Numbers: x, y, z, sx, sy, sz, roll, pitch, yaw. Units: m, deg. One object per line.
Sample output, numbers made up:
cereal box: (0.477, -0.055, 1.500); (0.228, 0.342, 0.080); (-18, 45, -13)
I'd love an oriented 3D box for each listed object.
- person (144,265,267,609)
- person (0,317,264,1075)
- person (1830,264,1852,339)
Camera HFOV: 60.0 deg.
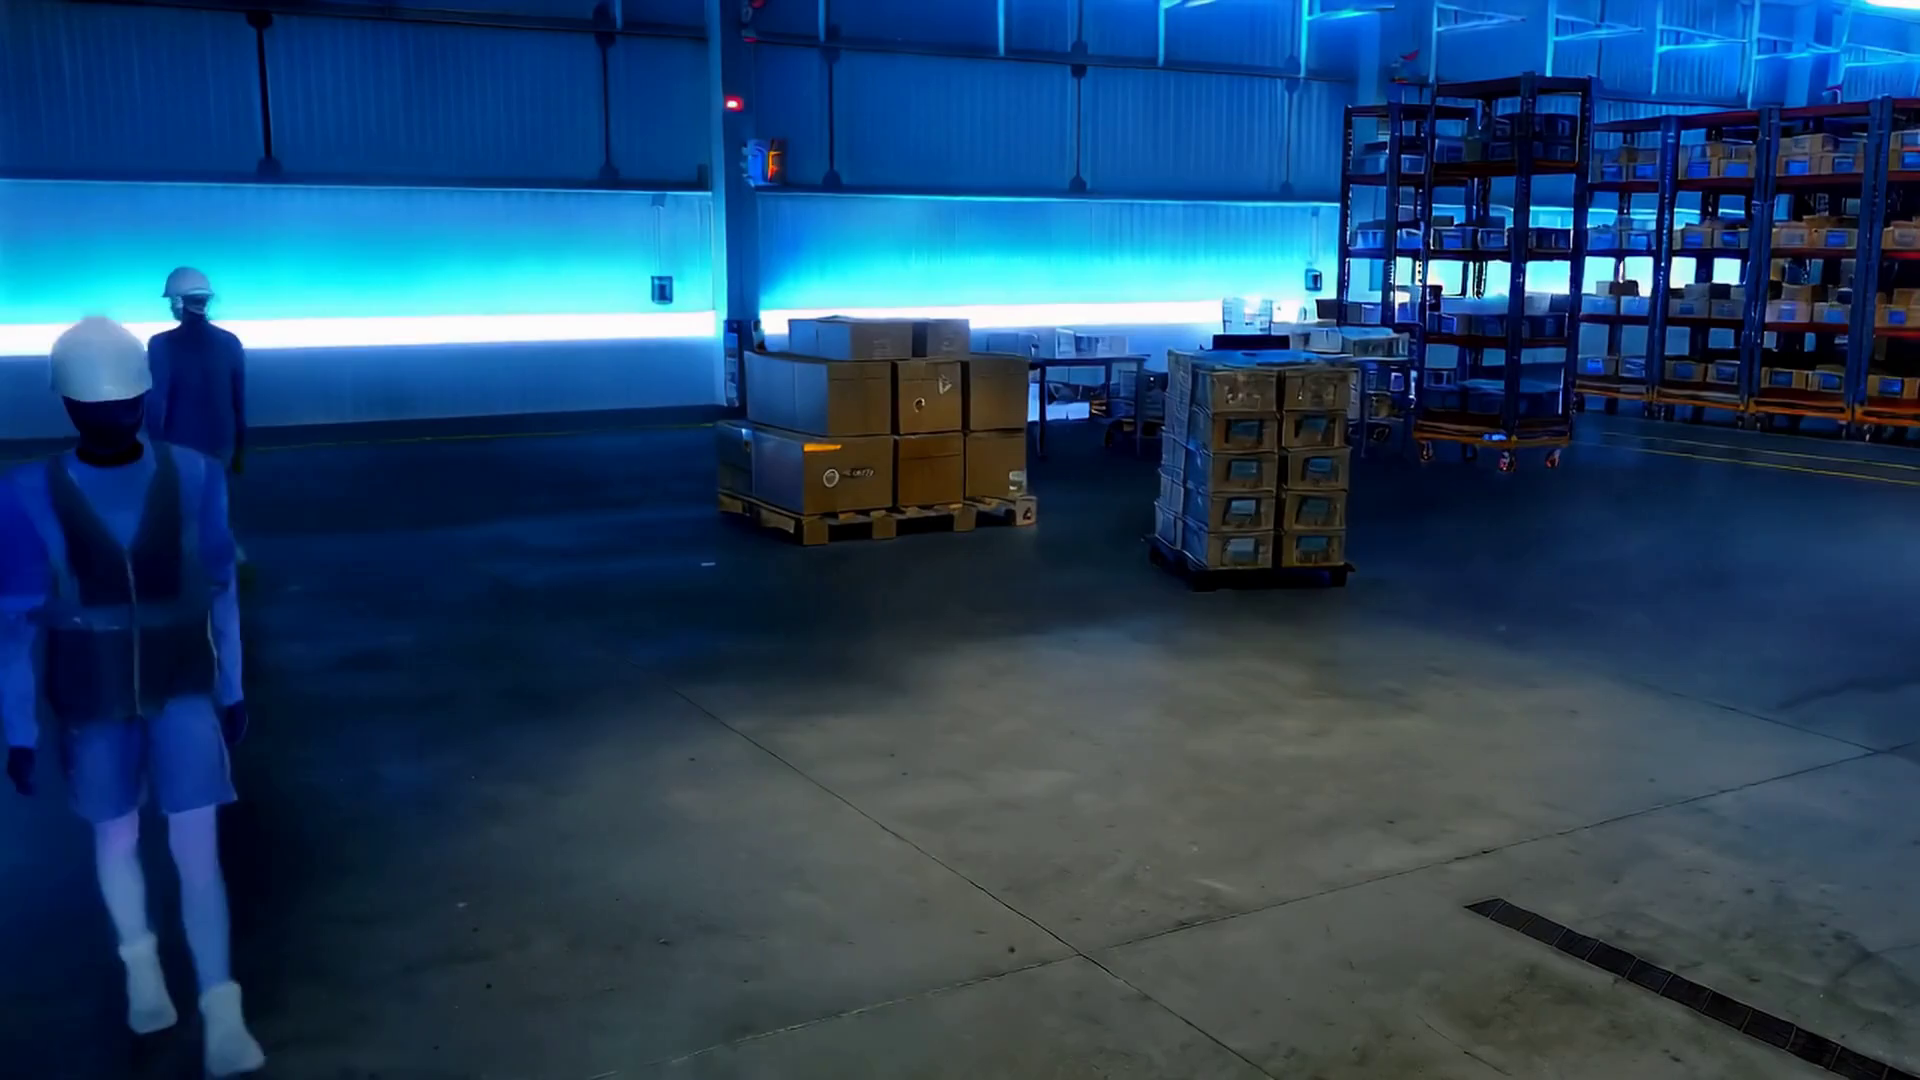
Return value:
person: (-4.302, -0.575, 9.512); (0.784, 1.972, 0.616); (4, 11, 23)
person: (-2.056, 0.409, 4.135); (0.576, 1.892, 0.941); (-6, 12, -32)
person: (13.547, -3.345, 25.681); (0.988, 1.793, 0.578); (-9, 13, -41)
